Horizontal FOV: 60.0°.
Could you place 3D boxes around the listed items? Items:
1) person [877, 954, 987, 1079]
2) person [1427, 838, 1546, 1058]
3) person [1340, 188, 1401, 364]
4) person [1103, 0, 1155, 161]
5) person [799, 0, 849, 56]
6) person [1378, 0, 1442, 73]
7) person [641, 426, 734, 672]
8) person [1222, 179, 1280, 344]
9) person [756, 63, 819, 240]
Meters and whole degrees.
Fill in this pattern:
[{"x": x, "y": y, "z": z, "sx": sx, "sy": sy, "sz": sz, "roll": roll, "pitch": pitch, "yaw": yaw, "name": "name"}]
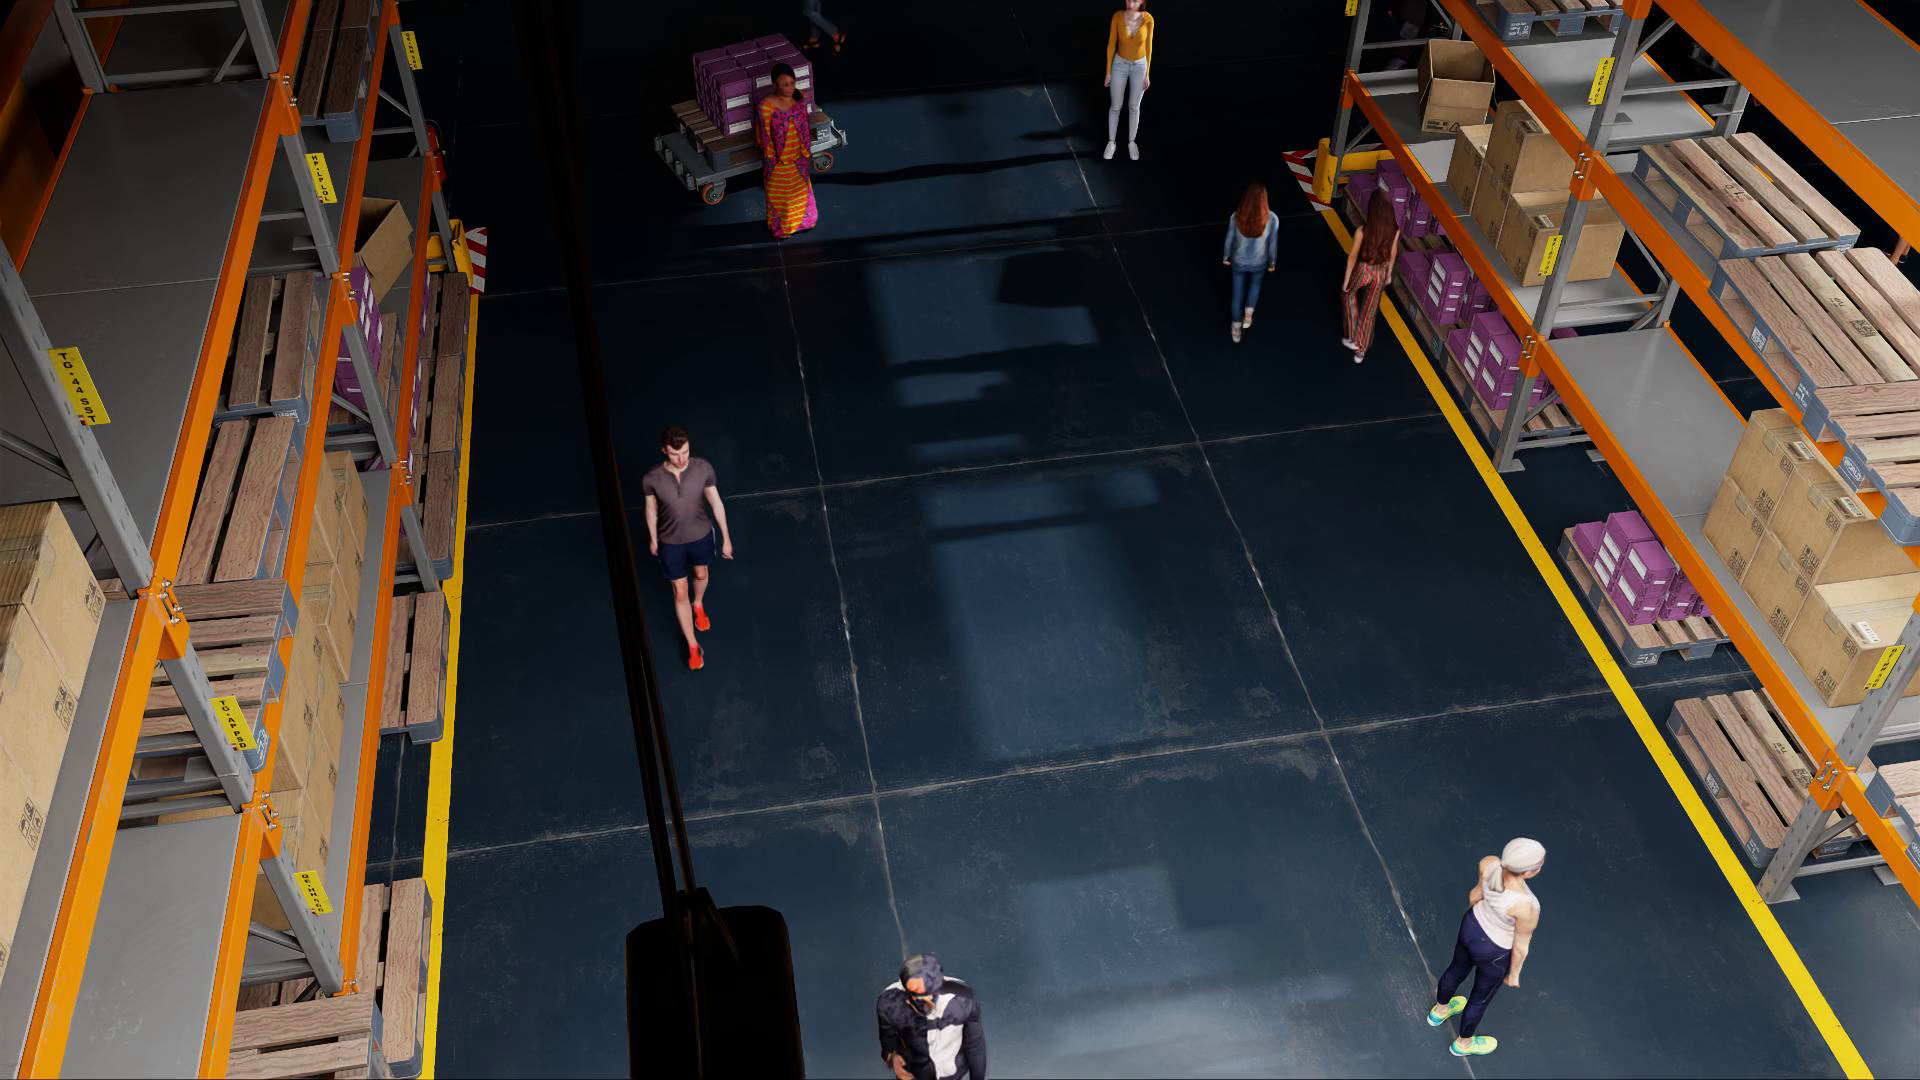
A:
[{"x": -0.136, "y": 2.530, "z": 8.342, "sx": 0.686, "sy": 1.846, "sz": 1.207, "roll": -5, "pitch": 44, "yaw": -6, "name": "person"}, {"x": 2.796, "y": 2.151, "z": 8.842, "sx": 0.697, "sy": 1.706, "sz": 0.531, "roll": -15, "pitch": 46, "yaw": -15, "name": "person"}, {"x": 3.305, "y": -2.085, "z": 13.403, "sx": 0.612, "sy": 1.548, "sz": 0.659, "roll": -1, "pitch": 44, "yaw": -1, "name": "person"}, {"x": 1.596, "y": -4.438, "z": 15.726, "sx": 0.645, "sy": 1.751, "sz": 0.624, "roll": 3, "pitch": 44, "yaw": 3, "name": "person"}, {"x": -1.432, "y": -5.797, "z": 17.210, "sx": 0.870, "sy": 1.670, "sz": 0.860, "roll": 9, "pitch": 44, "yaw": 9, "name": "person"}, {"x": 4.370, "y": -5.132, "z": 16.350, "sx": 1.109, "sy": 1.894, "sz": 1.266, "roll": -25, "pitch": 49, "yaw": -24, "name": "person"}, {"x": -1.832, "y": -0.078, "z": 11.091, "sx": 0.761, "sy": 1.831, "sz": 1.000, "roll": -12, "pitch": 45, "yaw": -12, "name": "person"}, {"x": 2.367, "y": -2.247, "z": 13.632, "sx": 0.667, "sy": 1.467, "sz": 0.682, "roll": 4, "pitch": 44, "yaw": 4, "name": "person"}, {"x": -1.527, "y": -3.472, "z": 14.764, "sx": 0.758, "sy": 1.677, "sz": 0.789, "roll": -25, "pitch": 49, "yaw": -24, "name": "person"}]
